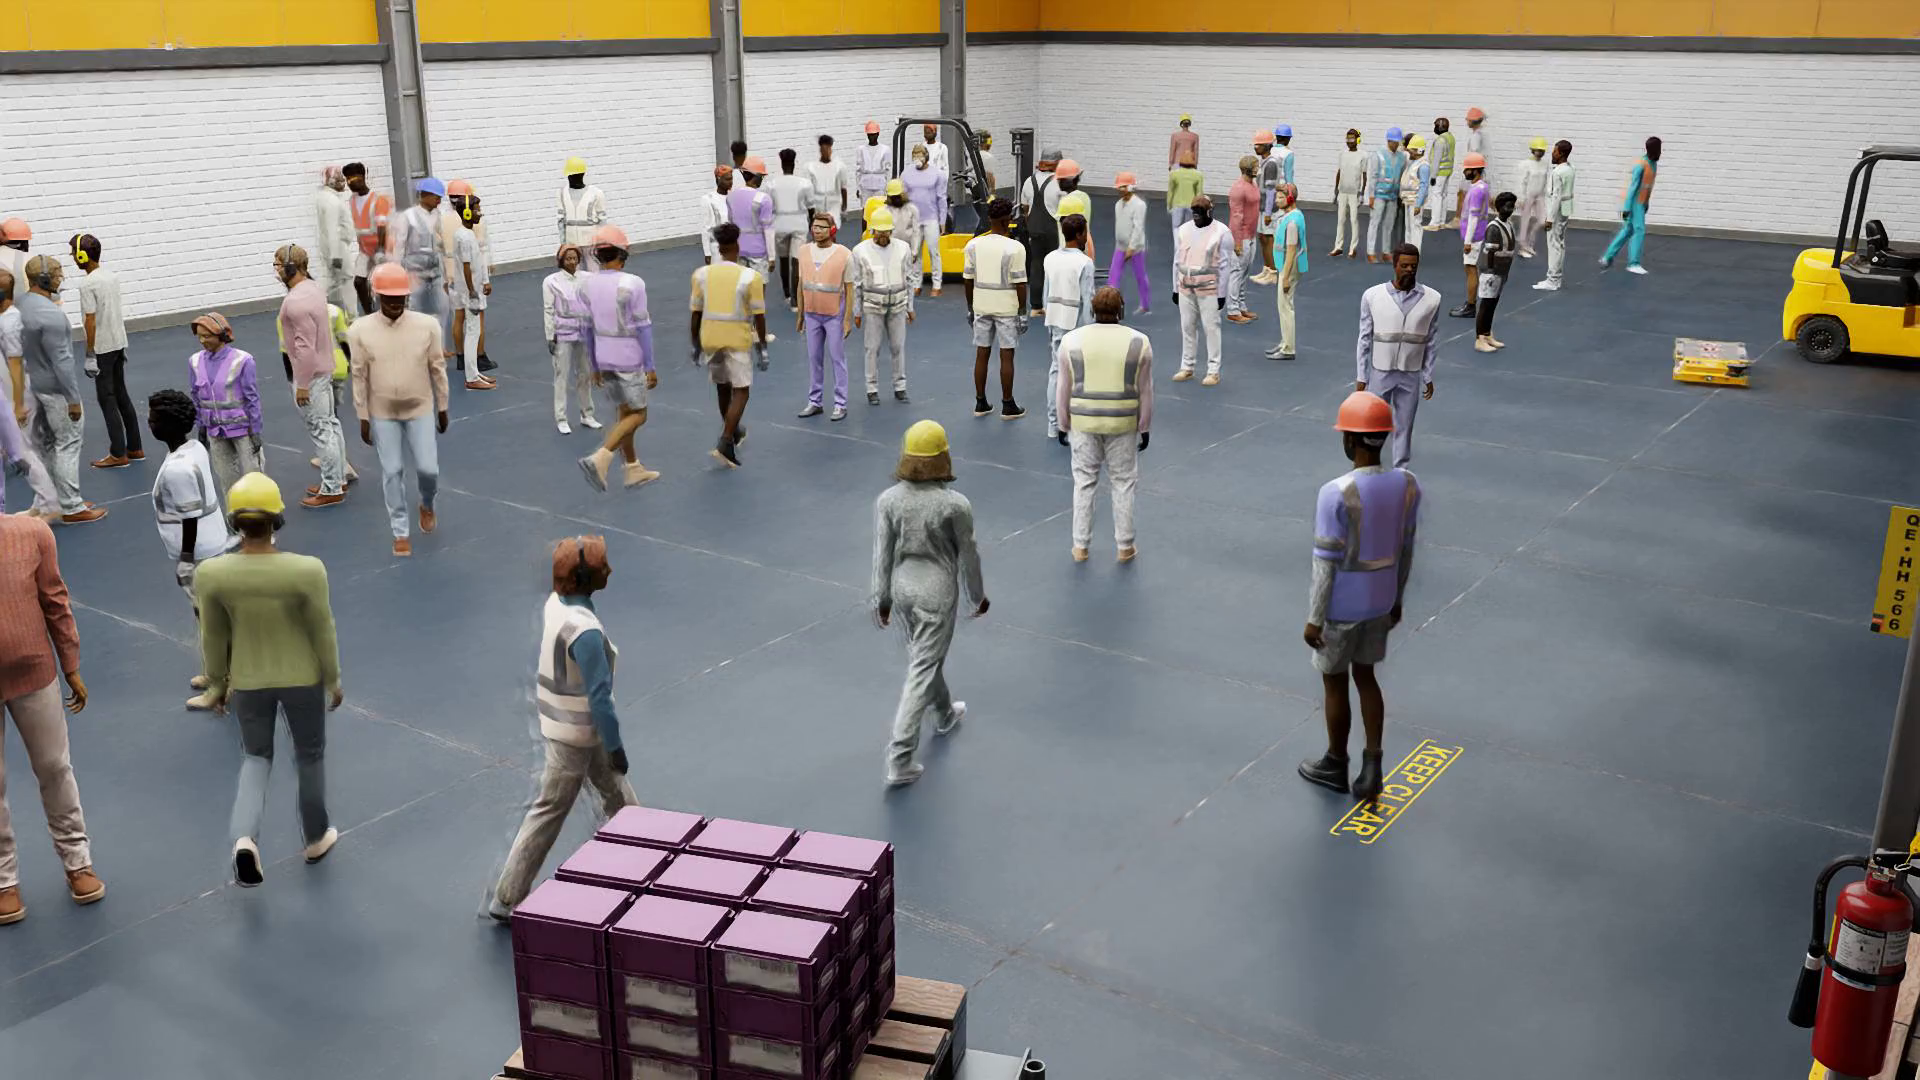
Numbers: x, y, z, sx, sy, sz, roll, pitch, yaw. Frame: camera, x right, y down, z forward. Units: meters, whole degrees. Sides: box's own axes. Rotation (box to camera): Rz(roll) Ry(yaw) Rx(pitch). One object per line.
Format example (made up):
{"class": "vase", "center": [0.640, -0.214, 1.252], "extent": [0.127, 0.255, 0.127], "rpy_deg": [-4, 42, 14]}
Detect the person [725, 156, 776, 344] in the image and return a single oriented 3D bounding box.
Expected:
{"class": "person", "center": [-2.245, -3.150, 18.139], "extent": [0.612, 2.029, 0.407], "rpy_deg": [11, 21, 31]}

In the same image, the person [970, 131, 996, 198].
{"class": "person", "center": [0.368, -5.042, 24.384], "extent": [0.403, 1.838, 0.541], "rpy_deg": [-12, 21, -33]}

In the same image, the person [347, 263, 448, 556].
{"class": "person", "center": [-3.720, -0.872, 11.092], "extent": [0.609, 1.977, 0.528], "rpy_deg": [-5, 18, -16]}

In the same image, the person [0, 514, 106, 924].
{"class": "person", "center": [-3.815, 0.567, 6.590], "extent": [0.625, 1.980, 0.409], "rpy_deg": [-14, 22, -37]}

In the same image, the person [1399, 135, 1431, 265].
{"class": "person", "center": [6.474, -4.847, 23.755], "extent": [0.403, 1.832, 0.586], "rpy_deg": [-1, 18, -2]}

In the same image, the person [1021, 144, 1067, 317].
{"class": "person", "center": [1.085, -3.632, 19.618], "extent": [0.683, 2.000, 0.537], "rpy_deg": [15, 23, 39]}

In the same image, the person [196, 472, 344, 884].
{"class": "person", "center": [-2.846, 0.591, 6.877], "extent": [0.535, 1.751, 0.594], "rpy_deg": [-2, 18, -5]}

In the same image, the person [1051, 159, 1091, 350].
{"class": "person", "center": [1.179, -3.034, 17.774], "extent": [0.441, 2.028, 0.671], "rpy_deg": [8, 19, 24]}

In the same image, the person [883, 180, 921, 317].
{"class": "person", "center": [-0.730, -3.385, 19.447], "extent": [0.514, 1.675, 0.836], "rpy_deg": [-4, 18, -11]}

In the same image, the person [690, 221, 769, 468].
{"class": "person", "center": [-1.866, -1.594, 13.436], "extent": [0.664, 1.931, 0.906], "rpy_deg": [5, 18, 16]}

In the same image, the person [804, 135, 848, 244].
{"class": "person", "center": [-1.838, -4.583, 22.812], "extent": [0.611, 1.907, 1.023], "rpy_deg": [-1, 18, -4]}

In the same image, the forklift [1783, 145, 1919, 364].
{"class": "forklift", "center": [9.803, -2.879, 17.013], "extent": [2.313, 2.155, 1.214], "rpy_deg": [12, 21, 33]}

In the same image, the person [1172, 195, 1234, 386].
{"class": "person", "center": [2.331, -2.433, 16.204], "extent": [0.623, 1.835, 0.429], "rpy_deg": [15, 23, 39]}

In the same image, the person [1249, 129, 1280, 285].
{"class": "person", "center": [4.029, -4.411, 22.077], "extent": [0.435, 2.031, 0.608], "rpy_deg": [1, 18, 2]}

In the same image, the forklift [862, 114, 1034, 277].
{"class": "forklift", "center": [-0.171, -4.594, 22.377], "extent": [2.313, 2.155, 1.214], "rpy_deg": [1, 18, 3]}

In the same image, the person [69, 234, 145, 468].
{"class": "person", "center": [-6.830, -1.505, 13.269], "extent": [0.346, 1.855, 0.533], "rpy_deg": [0, 18, 1]}

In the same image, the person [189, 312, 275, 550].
{"class": "person", "center": [-4.899, -0.719, 11.169], "extent": [0.521, 1.631, 0.324], "rpy_deg": [5, 18, 14]}

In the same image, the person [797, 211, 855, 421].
{"class": "person", "center": [-1.192, -1.995, 14.803], "extent": [0.566, 1.850, 0.389], "rpy_deg": [8, 19, 24]}

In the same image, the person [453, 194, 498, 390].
{"class": "person", "center": [-4.681, -2.376, 15.983], "extent": [0.331, 1.864, 0.506], "rpy_deg": [-5, 18, -15]}

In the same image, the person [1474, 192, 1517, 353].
{"class": "person", "center": [5.730, -2.867, 17.774], "extent": [0.322, 1.699, 0.536], "rpy_deg": [12, 22, 34]}

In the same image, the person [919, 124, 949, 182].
{"class": "person", "center": [-0.447, -5.448, 25.550], "extent": [0.584, 1.882, 0.347], "rpy_deg": [12, 21, 33]}

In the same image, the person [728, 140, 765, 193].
{"class": "person", "center": [-2.802, -4.146, 21.378], "extent": [0.614, 1.945, 0.820], "rpy_deg": [4, 18, 12]}

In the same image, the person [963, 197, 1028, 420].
{"class": "person", "center": [0.331, -2.058, 14.813], "extent": [0.612, 1.963, 0.361], "rpy_deg": [10, 20, 28]}

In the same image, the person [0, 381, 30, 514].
{"class": "person", "center": [-6.073, -0.513, 10.121], "extent": [0.663, 1.889, 0.465], "rpy_deg": [1, 18, 2]}

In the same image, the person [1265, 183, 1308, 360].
{"class": "person", "center": [3.428, -2.789, 17.318], "extent": [0.393, 1.832, 0.576], "rpy_deg": [3, 18, 10]}

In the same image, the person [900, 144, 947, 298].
{"class": "person", "center": [-0.469, -4.043, 21.094], "extent": [0.636, 1.928, 0.376], "rpy_deg": [6, 19, 17]}

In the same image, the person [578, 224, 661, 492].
{"class": "person", "center": [-2.600, -1.328, 12.453], "extent": [0.644, 2.018, 0.700], "rpy_deg": [11, 21, 31]}

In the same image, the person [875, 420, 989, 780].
{"class": "person", "center": [-0.155, 0.263, 8.000], "extent": [0.490, 1.696, 0.916], "rpy_deg": [11, 21, 30]}

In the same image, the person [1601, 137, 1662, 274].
{"class": "person", "center": [9.361, -4.682, 23.190], "extent": [0.749, 1.879, 0.621], "rpy_deg": [13, 22, 36]}

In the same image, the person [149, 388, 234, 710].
{"class": "person", "center": [-3.990, 0.046, 8.667], "extent": [0.321, 1.697, 0.530], "rpy_deg": [-5, 18, -16]}

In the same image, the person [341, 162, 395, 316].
{"class": "person", "center": [-6.538, -3.197, 18.418], "extent": [0.651, 1.932, 0.672], "rpy_deg": [8, 19, 24]}

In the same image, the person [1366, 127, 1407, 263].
{"class": "person", "center": [6.147, -4.953, 23.920], "extent": [0.637, 1.939, 0.442], "rpy_deg": [-6, 19, -18]}

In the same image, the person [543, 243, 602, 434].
{"class": "person", "center": [-3.339, -1.745, 14.364], "extent": [0.523, 1.638, 0.311], "rpy_deg": [-15, 23, -39]}

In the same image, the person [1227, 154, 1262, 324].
{"class": "person", "center": [3.318, -3.507, 19.390], "extent": [0.372, 1.940, 0.629], "rpy_deg": [9, 20, 25]}
